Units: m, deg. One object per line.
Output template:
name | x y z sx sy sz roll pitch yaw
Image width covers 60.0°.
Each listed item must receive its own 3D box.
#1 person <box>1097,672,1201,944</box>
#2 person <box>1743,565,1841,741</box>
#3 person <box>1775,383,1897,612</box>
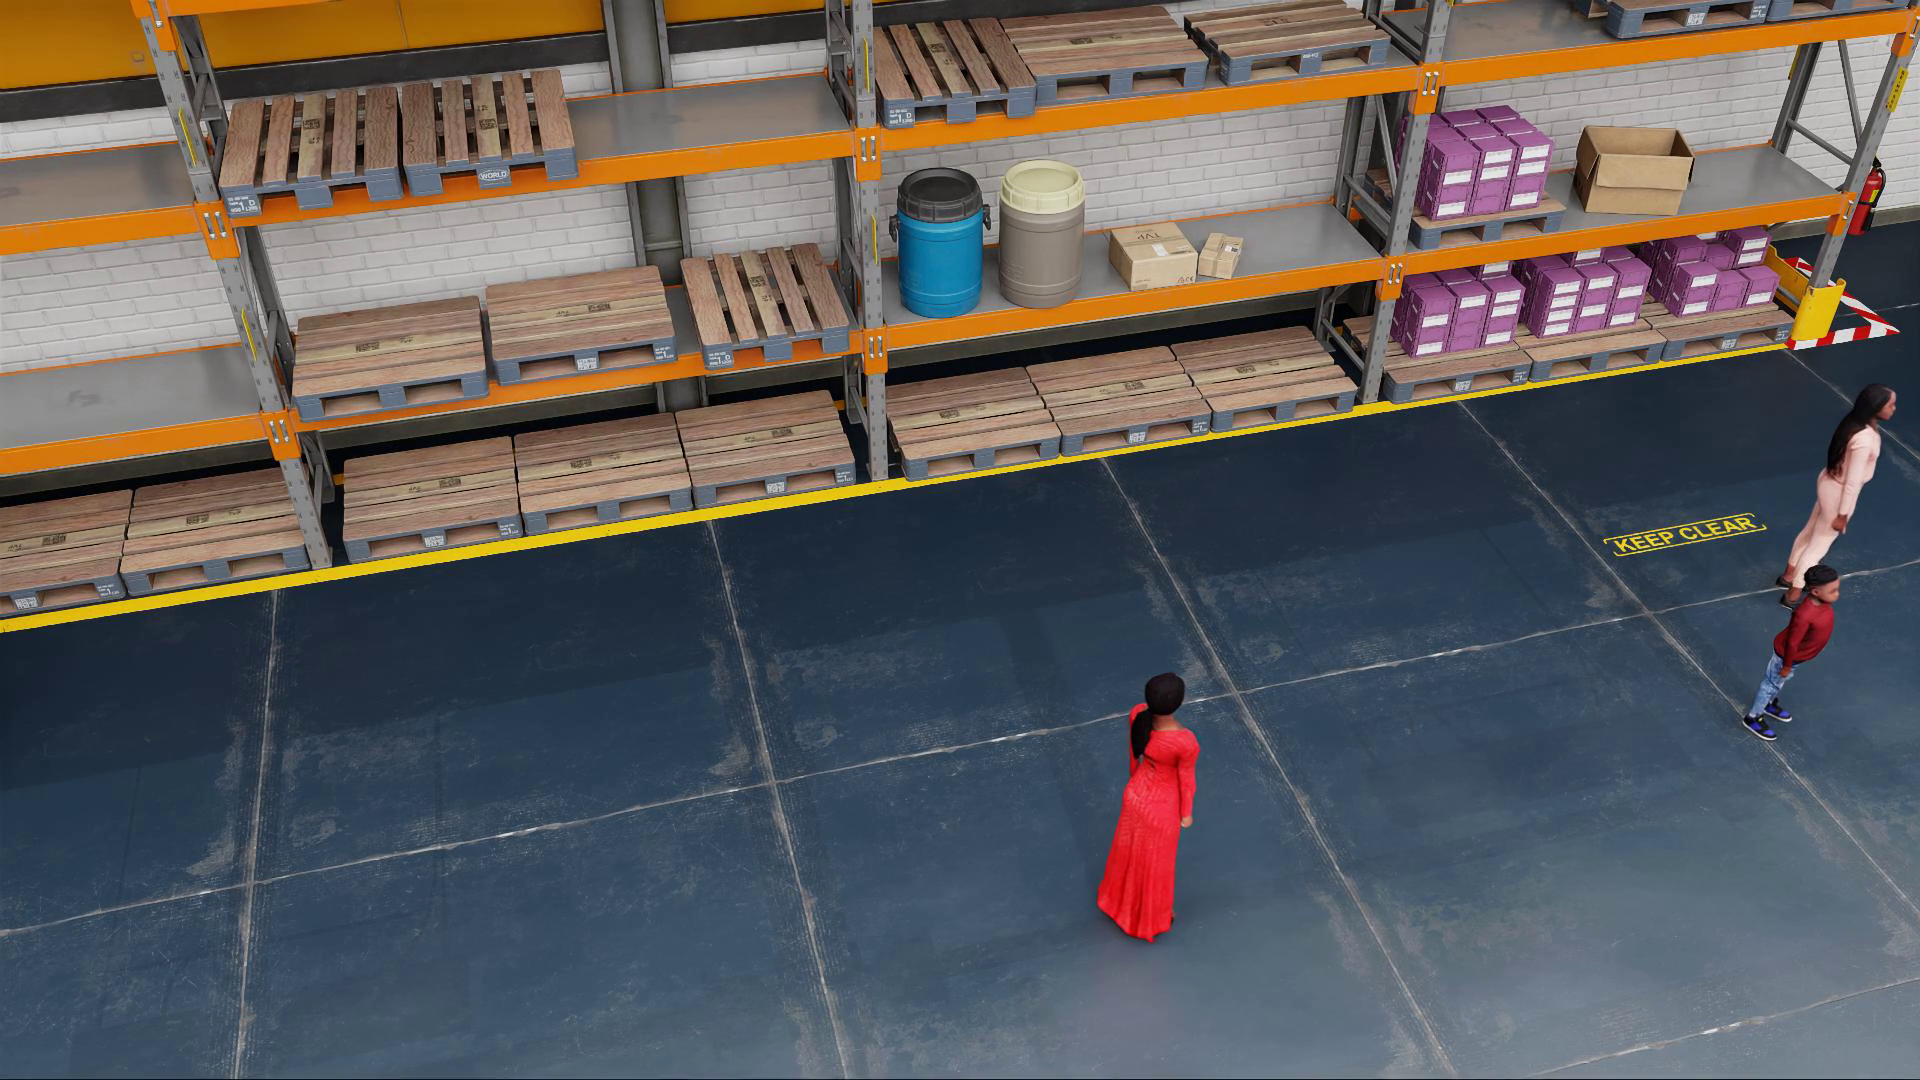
person | 1.006 1.389 8.716 0.758 1.785 0.736 -26 46 -29
person | 5.038 0.646 10.064 0.636 1.254 0.555 29 47 31
person | 5.712 -0.285 10.855 0.722 1.720 0.697 13 40 16
